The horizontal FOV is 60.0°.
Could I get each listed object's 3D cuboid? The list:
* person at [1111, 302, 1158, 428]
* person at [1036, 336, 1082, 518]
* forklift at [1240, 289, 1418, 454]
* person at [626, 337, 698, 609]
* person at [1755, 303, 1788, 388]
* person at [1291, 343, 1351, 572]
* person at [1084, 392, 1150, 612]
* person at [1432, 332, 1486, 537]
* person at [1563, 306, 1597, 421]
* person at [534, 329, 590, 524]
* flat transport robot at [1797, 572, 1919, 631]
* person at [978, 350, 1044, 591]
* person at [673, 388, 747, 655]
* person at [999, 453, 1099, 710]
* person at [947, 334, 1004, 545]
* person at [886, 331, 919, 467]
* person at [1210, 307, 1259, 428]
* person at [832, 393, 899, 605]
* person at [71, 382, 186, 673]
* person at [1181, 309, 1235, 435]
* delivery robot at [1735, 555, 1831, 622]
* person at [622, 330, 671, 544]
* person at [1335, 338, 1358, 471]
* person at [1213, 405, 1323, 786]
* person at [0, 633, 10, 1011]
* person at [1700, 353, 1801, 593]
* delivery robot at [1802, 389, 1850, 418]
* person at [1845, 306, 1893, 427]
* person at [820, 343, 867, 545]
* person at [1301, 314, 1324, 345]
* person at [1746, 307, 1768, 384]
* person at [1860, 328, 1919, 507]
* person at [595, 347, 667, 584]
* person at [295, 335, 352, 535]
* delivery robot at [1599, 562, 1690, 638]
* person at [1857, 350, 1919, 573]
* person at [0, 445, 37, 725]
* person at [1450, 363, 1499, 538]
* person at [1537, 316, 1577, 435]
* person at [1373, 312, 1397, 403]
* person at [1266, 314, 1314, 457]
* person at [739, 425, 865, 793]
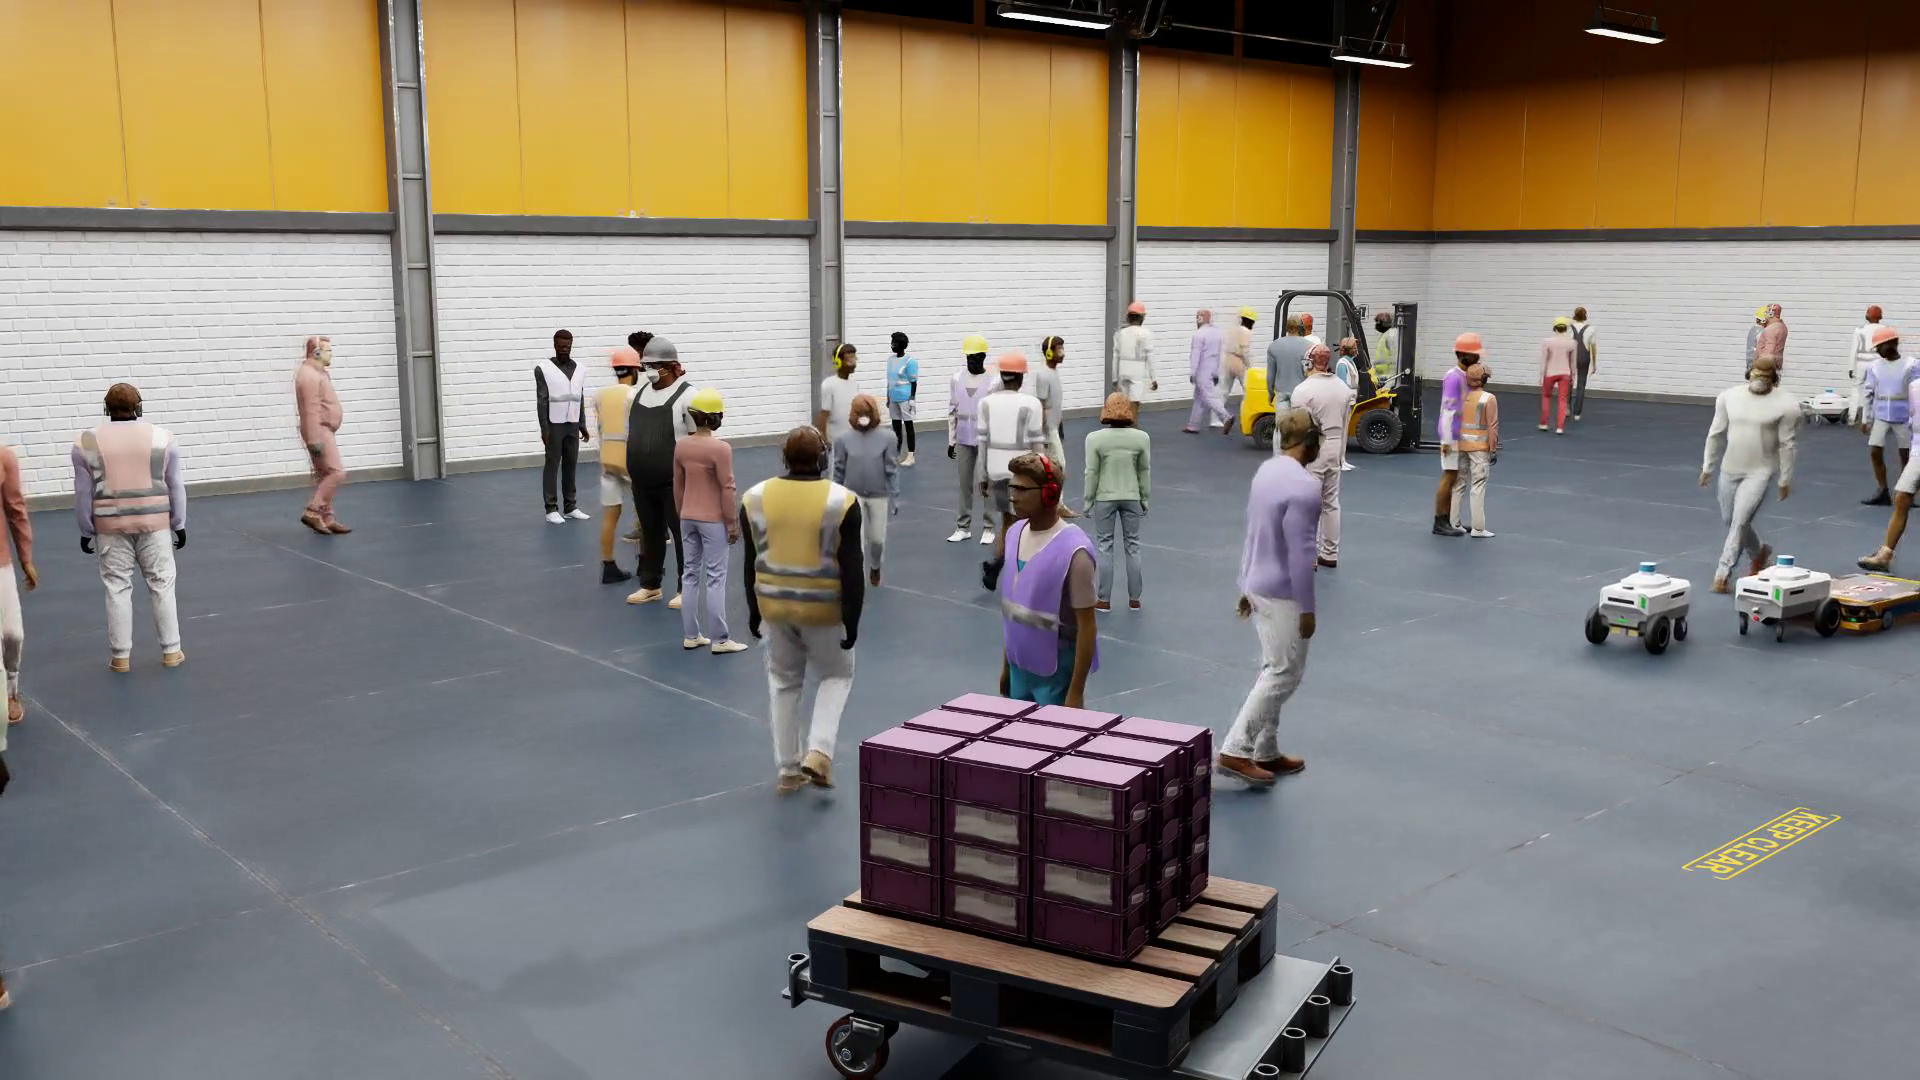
[{"bbox_3d":[2.371,-2.237,22.807,0.632,2.008,0.713,8,13,41],"label":"person"},{"bbox_3d":[0.876,-1.141,16.792,0.690,1.850,0.535,2,10,10],"label":"person"},{"bbox_3d":[5.034,-2.339,22.783,2.313,2.155,1.214,3,10,16],"label":"forklift"},{"bbox_3d":[-2.244,-0.501,12.474,0.674,2.000,0.535,6,11,30],"label":"person"},{"bbox_3d":[12.497,-2.693,25.701,0.407,1.908,0.641,8,13,39],"label":"person"},{"bbox_3d":[2.972,-0.691,13.978,0.642,1.909,0.399,-7,12,-37],"label":"person"},{"bbox_3d":[1.163,-0.278,12.354,0.503,1.632,0.274,-1,10,-8],"label":"person"},{"bbox_3d":[4.731,-0.996,15.712,0.401,1.926,0.561,6,12,33],"label":"person"},{"bbox_3d":[9.977,-2.838,26.800,0.535,1.826,0.607,5,11,25],"label":"person"},{"bbox_3d":[-3.958,-1.133,16.550,0.394,1.914,0.587,7,12,36],"label":"person"},{"bbox_3d":[6.632,0.436,12.161,1.431,0.197,0.652,-7,12,-34],"label":"flat transport robot"},{"bbox_3d":[0.362,-0.532,13.086,0.547,1.912,0.839,5,11,26],"label":"person"},{"bbox_3d":[-1.679,-0.125,11.074,0.525,1.769,0.327,7,12,37],"label":"person"},{"bbox_3d":[0.363,0.552,6.876,0.372,1.843,0.570,-6,11,-30],"label":"person"},{"bbox_3d":[0.150,-0.921,15.260,0.584,1.928,0.374,5,11,25],"label":"person"},{"bbox_3d":[-0.738,-1.771,20.906,0.322,1.698,0.534,-9,13,-42],"label":"person"},{"bbox_3d":[4.306,-2.623,25.464,0.954,1.845,0.596,-2,10,-14],"label":"person"},{"bbox_3d":[-0.723,-0.337,12.772,0.510,1.607,0.656,-1,10,-3],"label":"person"},{"bbox_3d":[-5.268,-0.081,10.594,0.637,1.841,0.429,-5,11,-27],"label":"person"},{"bbox_3d":[3.694,-2.477,24.581,0.856,1.867,0.680,8,12,37],"label":"person"},{"bbox_3d":[5.718,0.351,11.556,0.707,0.478,0.477,-7,12,-34],"label":"delivery robot"},{"bbox_3d":[-2.864,-0.927,15.185,0.362,1.965,0.611,-9,13,-43],"label":"person"},{"bbox_3d":[4.753,-1.678,20.533,0.314,1.641,0.515,4,11,24],"label":"person"},{"bbox_3d":[1.554,0.273,8.370,0.579,1.901,0.645,-1,10,-7],"label":"person"},{"bbox_3d":[-3.563,0.678,5.722,0.638,1.987,0.438,5,11,28],"label":"person"},{"bbox_3d":[6.274,-0.546,13.153,0.870,1.899,0.683,-9,13,-44],"label":"person"},{"bbox_3d":[13.615,-2.131,26.085,0.707,0.478,0.477,0,10,-2],"label":"delivery robot"},{"bbox_3d":[14.010,-2.662,25.599,0.601,1.880,0.431,4,10,20],"label":"person"},{"bbox_3d":[-1.154,-0.883,15.254,0.618,1.857,0.532,6,11,32],"label":"person"},{"bbox_3d":[4.538,-2.026,21.849,0.355,1.887,0.573,8,13,39],"label":"person"},{"bbox_3d":[12.741,-2.791,26.490,0.404,1.830,0.603,2,10,10],"label":"person"},{"bbox_3d":[9.860,-1.285,17.535,0.483,1.887,0.616,-8,13,-40],"label":"person"},{"bbox_3d":[-2.702,-0.614,13.540,0.564,1.898,0.749,5,11,29],"label":"person"},{"bbox_3d":[-6.002,-0.978,15.672,0.418,1.893,0.678,-3,10,-16],"label":"person"},{"bbox_3d":[4.657,0.395,11.300,0.707,0.478,0.477,-9,13,-41],"label":"delivery robot"},{"bbox_3d":[7.884,-0.673,13.614,0.985,1.997,0.618,-4,10,-20],"label":"person"},{"bbox_3d":[-5.364,0.134,8.986,0.641,1.964,0.579,-6,12,-33],"label":"person"},{"bbox_3d":[4.822,-0.839,15.631,0.308,1.636,0.524,-7,12,-34],"label":"person"},{"bbox_3d":[8.895,-2.458,24.816,0.546,1.737,0.776,1,10,7],"label":"person"},{"bbox_3d":[6.195,-2.409,24.320,0.662,1.816,0.698,0,10,2],"label":"person"},{"bbox_3d":[4.027,-1.767,20.183,0.635,1.937,0.352,6,11,31],"label":"person"},{"bbox_3d":[-0.760,0.352,8.123,0.632,1.829,0.433,2,10,11],"label":"person"}]
